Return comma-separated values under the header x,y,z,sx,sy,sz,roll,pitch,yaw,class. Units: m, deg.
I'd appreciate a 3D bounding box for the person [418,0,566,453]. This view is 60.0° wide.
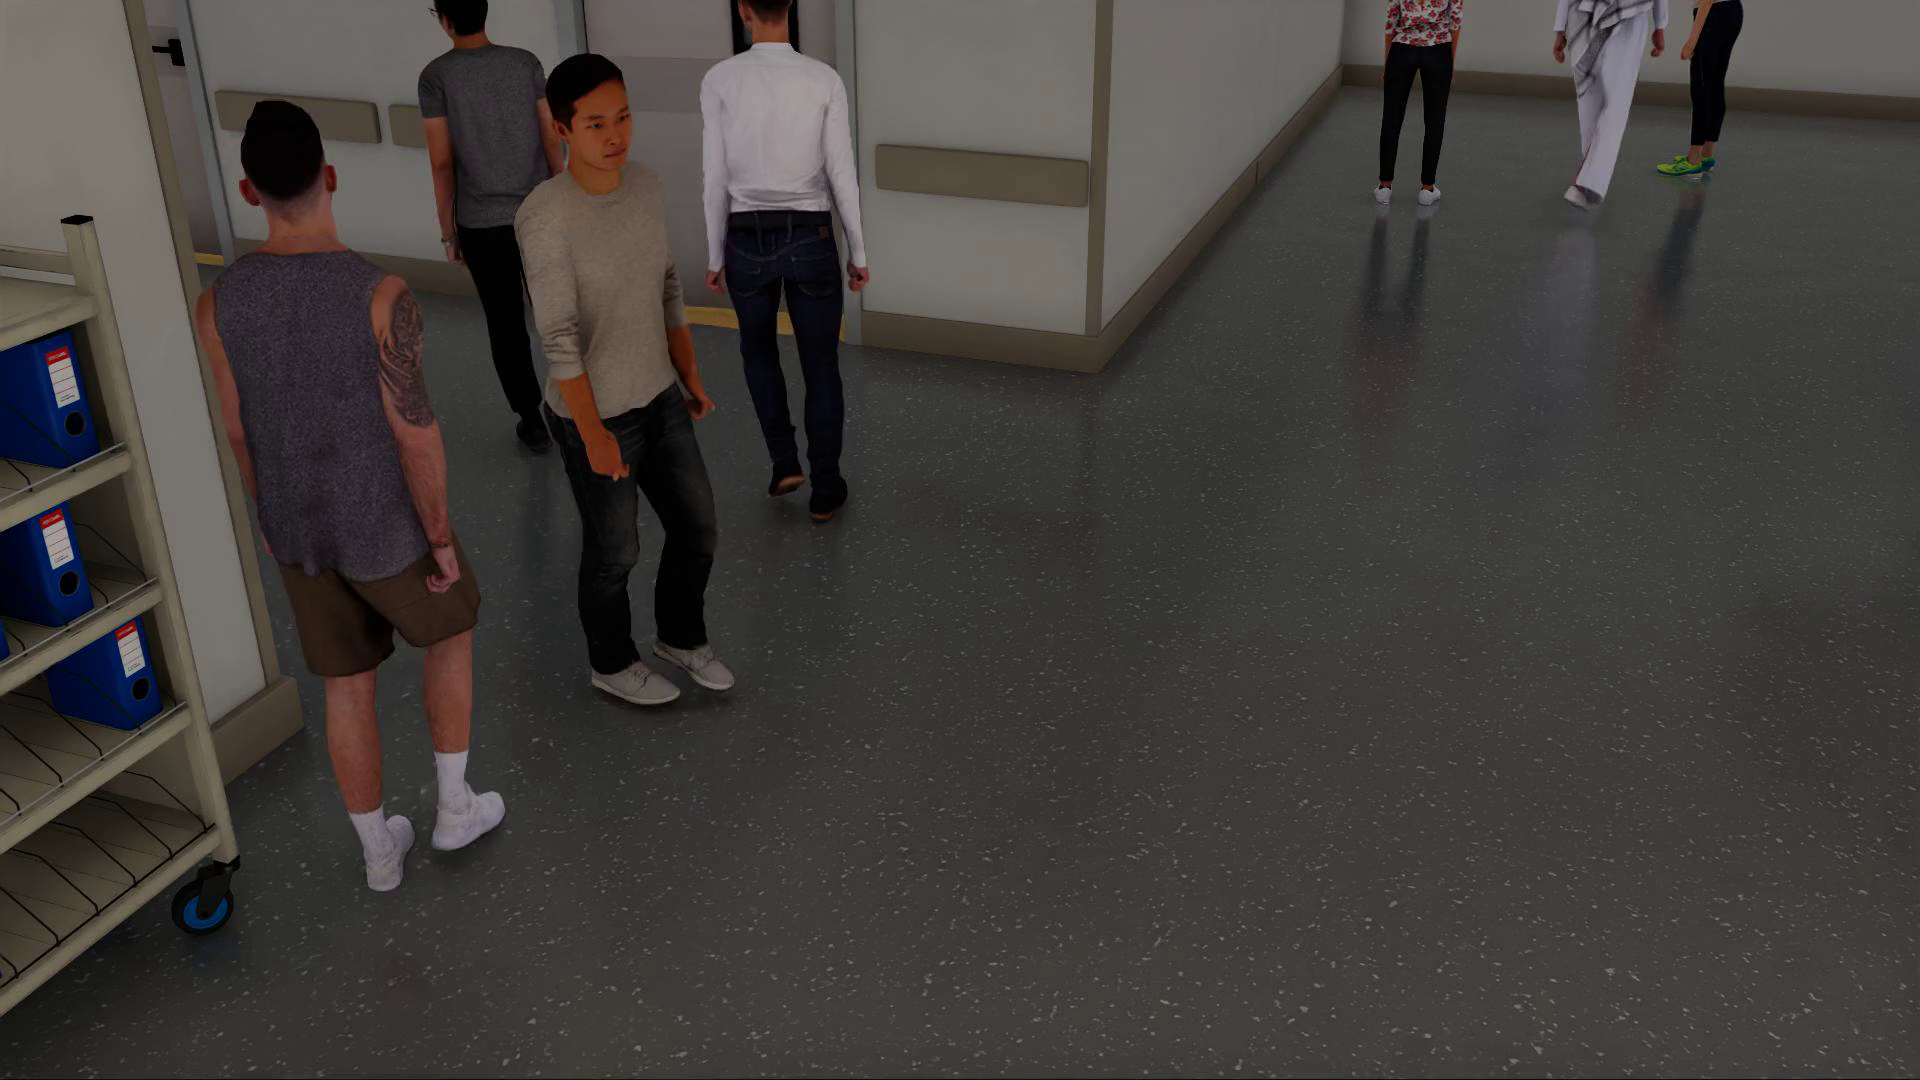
x,y,z,sx,sy,sz,roll,pitch,yaw,class
-1.589,-1.107,5.922,0.871,1.738,0.930,-11,28,-22,person

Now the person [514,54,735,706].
x,y,z,sx,sy,sz,roll,pitch,yaw,class
-0.961,-0.356,4.312,0.801,1.784,0.666,13,29,25,person

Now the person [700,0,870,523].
x,y,z,sx,sy,sz,roll,pitch,yaw,class
-0.593,-0.916,5.389,0.799,1.857,0.796,0,26,1,person

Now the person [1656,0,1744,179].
x,y,z,sx,sy,sz,roll,pitch,yaw,class
4.548,-3.067,10.026,0.615,1.702,0.733,-23,34,-39,person

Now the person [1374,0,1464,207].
x,y,z,sx,sy,sz,roll,pitch,yaw,class
2.596,-2.726,9.397,0.563,1.634,0.514,8,27,16,person

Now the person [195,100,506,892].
x,y,z,sx,sy,sz,roll,pitch,yaw,class
-1.337,0.006,3.606,0.727,1.823,0.751,-2,26,-4,person

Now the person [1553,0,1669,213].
x,y,z,sx,sy,sz,roll,pitch,yaw,class
3.540,-2.733,9.136,0.832,1.876,1.322,12,28,24,person
